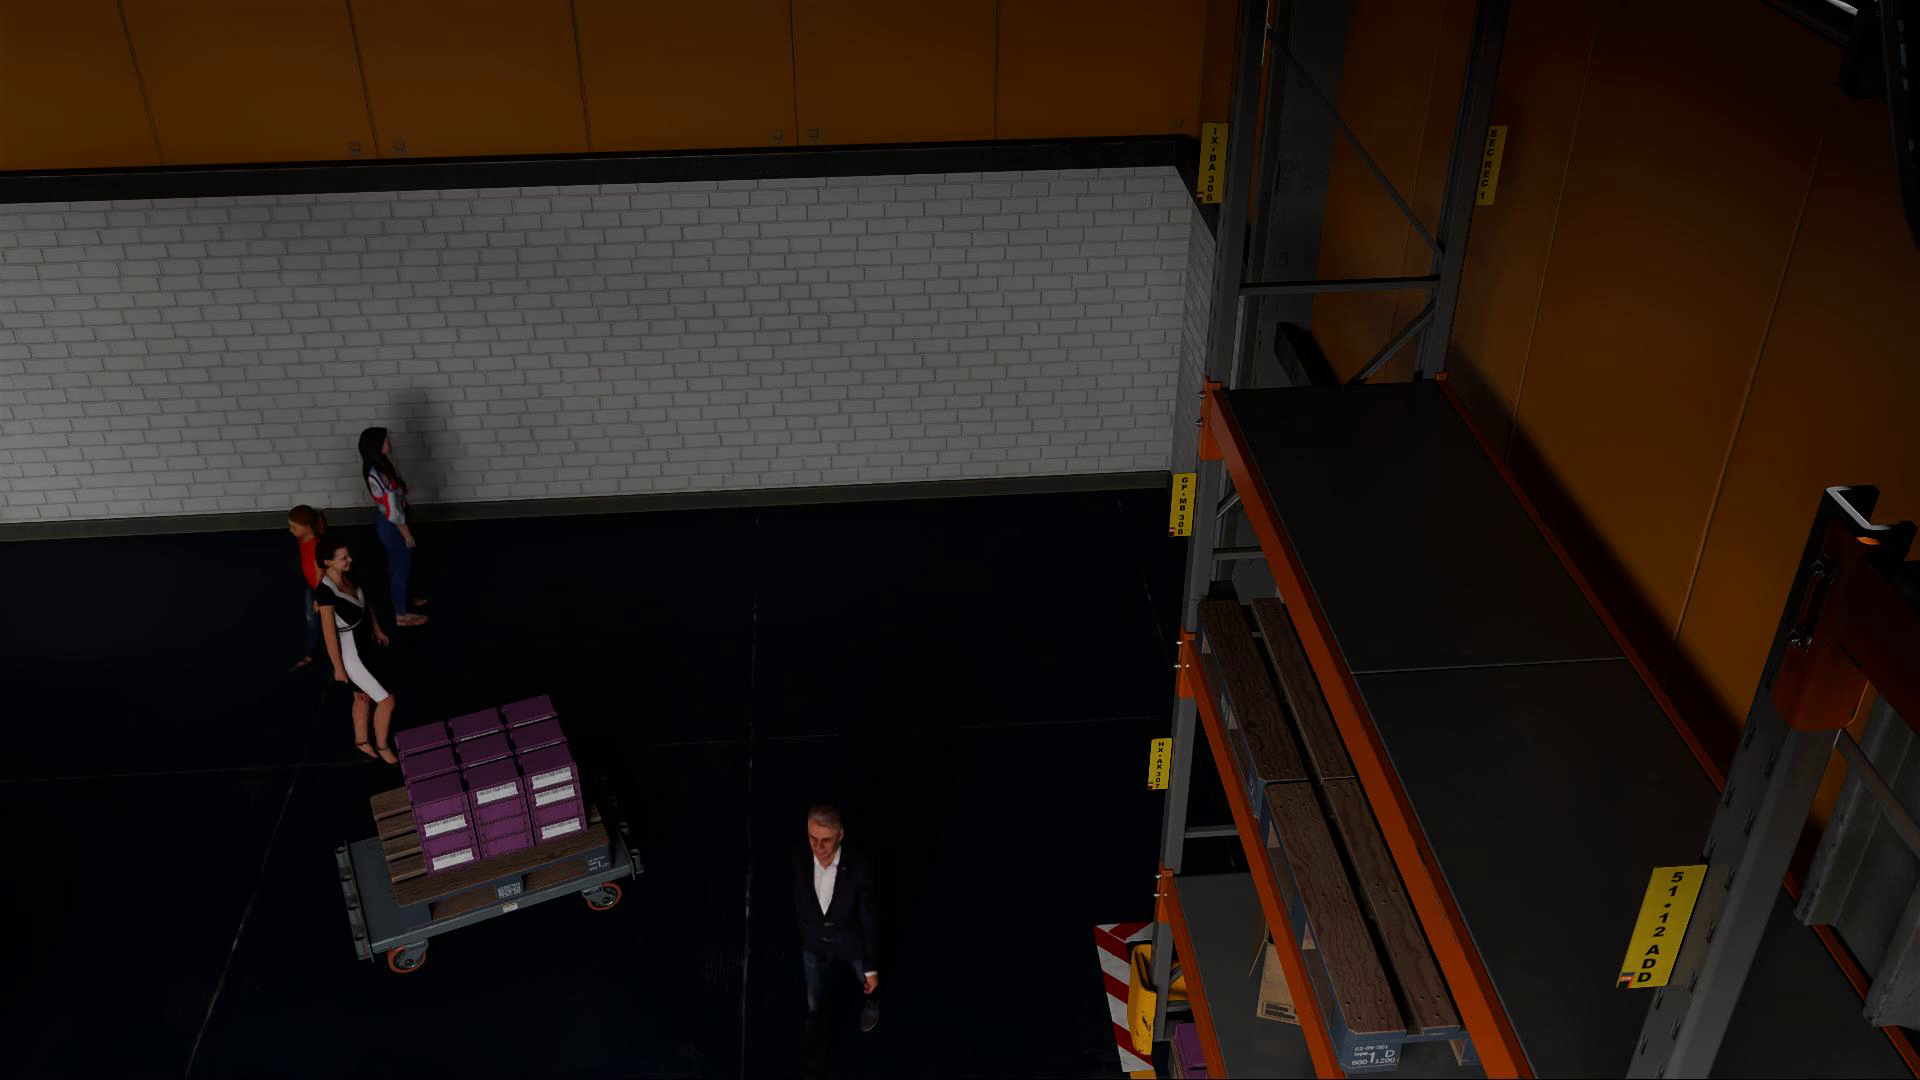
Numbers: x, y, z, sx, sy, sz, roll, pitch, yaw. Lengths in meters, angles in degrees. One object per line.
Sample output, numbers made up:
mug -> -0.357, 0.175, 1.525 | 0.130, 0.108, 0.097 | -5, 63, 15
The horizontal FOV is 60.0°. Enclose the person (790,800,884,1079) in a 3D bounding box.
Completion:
person -> -0.590, 2.012, 8.733 | 0.980, 1.766, 1.274 | 8, 34, 12

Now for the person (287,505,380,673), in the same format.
person -> -4.422, 0.309, 11.734 | 0.878, 1.281, 0.901 | 29, 43, 36

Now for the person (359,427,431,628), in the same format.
person -> -4.121, -0.102, 12.055 | 0.723, 1.610, 0.574 | -15, 36, -21

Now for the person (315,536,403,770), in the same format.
person -> -3.946, 0.737, 10.634 | 0.648, 1.787, 0.555 | -2, 34, -4
